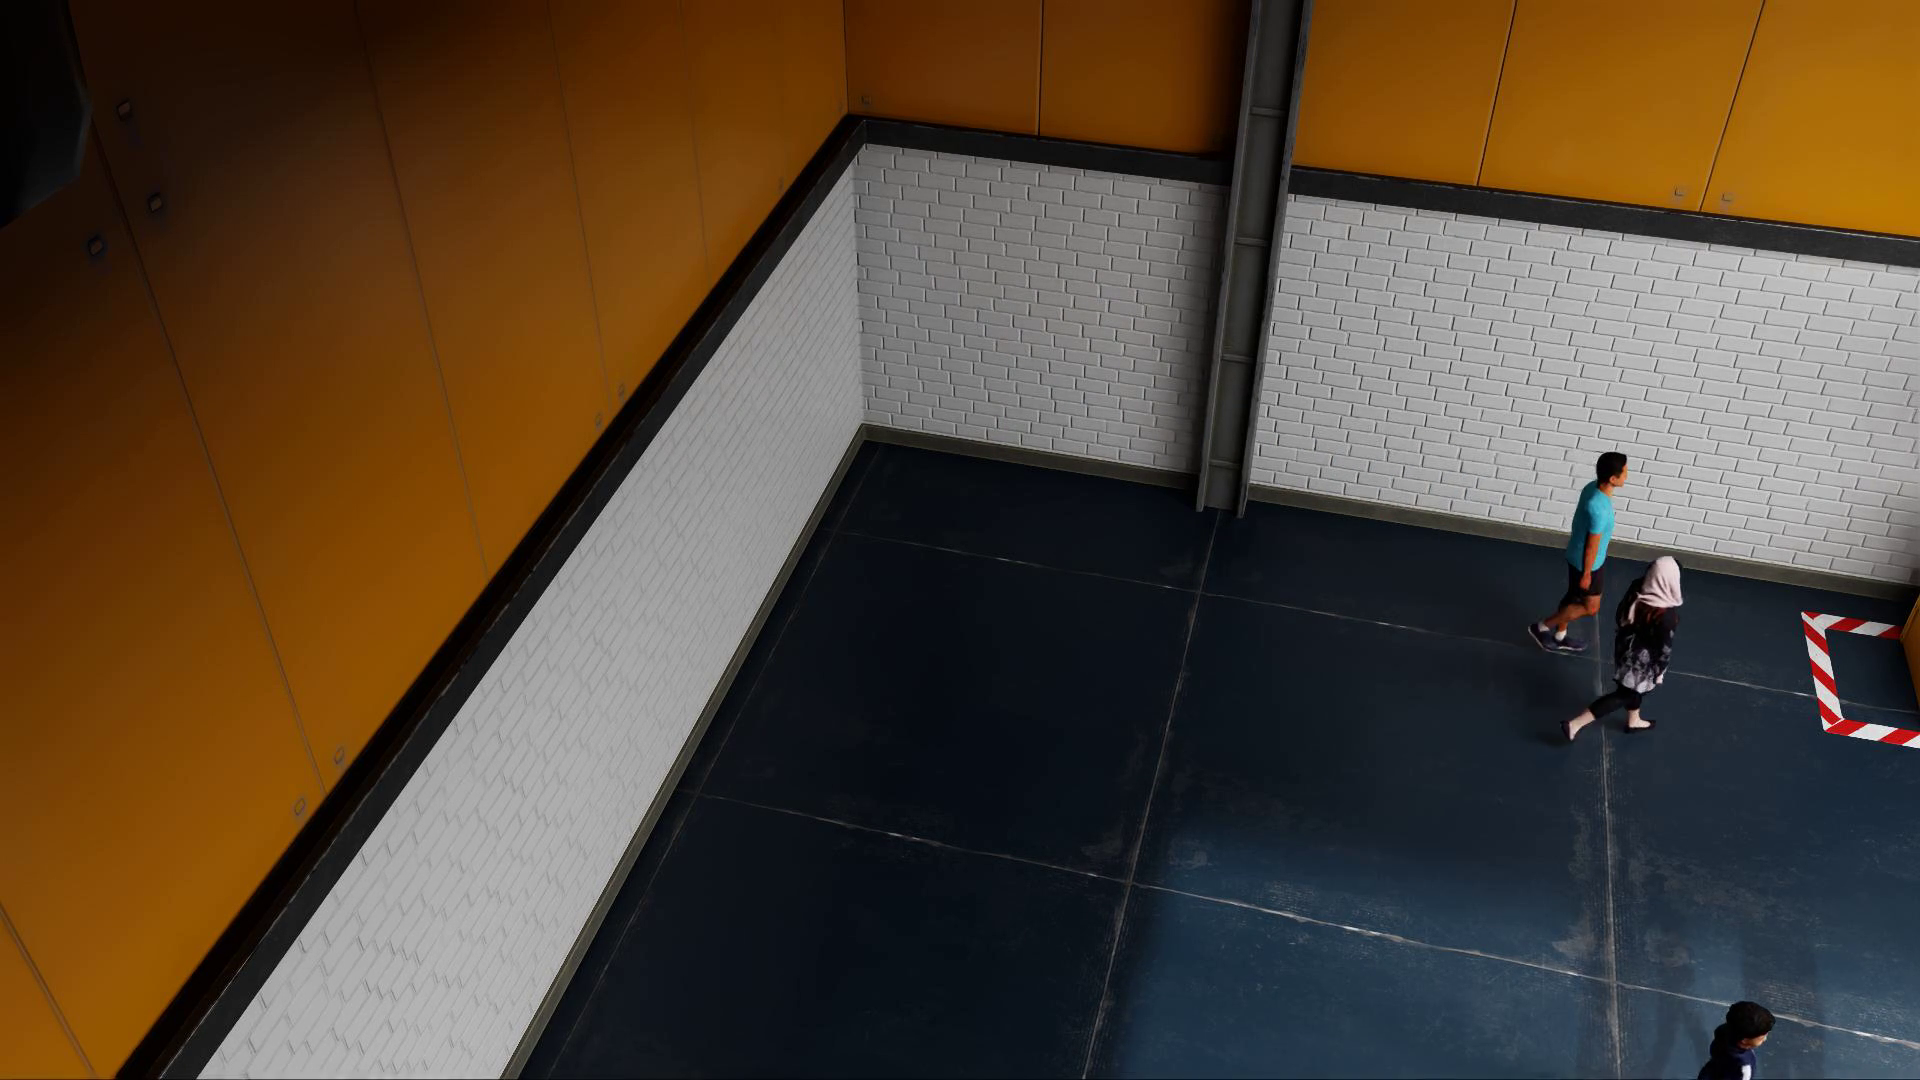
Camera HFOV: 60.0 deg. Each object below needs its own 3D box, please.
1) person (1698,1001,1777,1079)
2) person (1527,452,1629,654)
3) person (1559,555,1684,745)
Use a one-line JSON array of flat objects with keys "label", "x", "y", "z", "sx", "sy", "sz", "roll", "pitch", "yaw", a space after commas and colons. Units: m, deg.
[{"label": "person", "x": 4.030, "y": 2.902, "z": 8.946, "sx": 0.824, "sy": 1.193, "sz": 0.581, "roll": 15, "pitch": 41, "yaw": 17}, {"label": "person", "x": 4.417, "y": 0.117, "z": 11.971, "sx": 0.668, "sy": 1.770, "sz": 0.631, "roll": 10, "pitch": 40, "yaw": 13}, {"label": "person", "x": 4.527, "y": 0.783, "z": 11.264, "sx": 1.145, "sy": 1.611, "sz": 0.939, "roll": -8, "pitch": 39, "yaw": -9}]
